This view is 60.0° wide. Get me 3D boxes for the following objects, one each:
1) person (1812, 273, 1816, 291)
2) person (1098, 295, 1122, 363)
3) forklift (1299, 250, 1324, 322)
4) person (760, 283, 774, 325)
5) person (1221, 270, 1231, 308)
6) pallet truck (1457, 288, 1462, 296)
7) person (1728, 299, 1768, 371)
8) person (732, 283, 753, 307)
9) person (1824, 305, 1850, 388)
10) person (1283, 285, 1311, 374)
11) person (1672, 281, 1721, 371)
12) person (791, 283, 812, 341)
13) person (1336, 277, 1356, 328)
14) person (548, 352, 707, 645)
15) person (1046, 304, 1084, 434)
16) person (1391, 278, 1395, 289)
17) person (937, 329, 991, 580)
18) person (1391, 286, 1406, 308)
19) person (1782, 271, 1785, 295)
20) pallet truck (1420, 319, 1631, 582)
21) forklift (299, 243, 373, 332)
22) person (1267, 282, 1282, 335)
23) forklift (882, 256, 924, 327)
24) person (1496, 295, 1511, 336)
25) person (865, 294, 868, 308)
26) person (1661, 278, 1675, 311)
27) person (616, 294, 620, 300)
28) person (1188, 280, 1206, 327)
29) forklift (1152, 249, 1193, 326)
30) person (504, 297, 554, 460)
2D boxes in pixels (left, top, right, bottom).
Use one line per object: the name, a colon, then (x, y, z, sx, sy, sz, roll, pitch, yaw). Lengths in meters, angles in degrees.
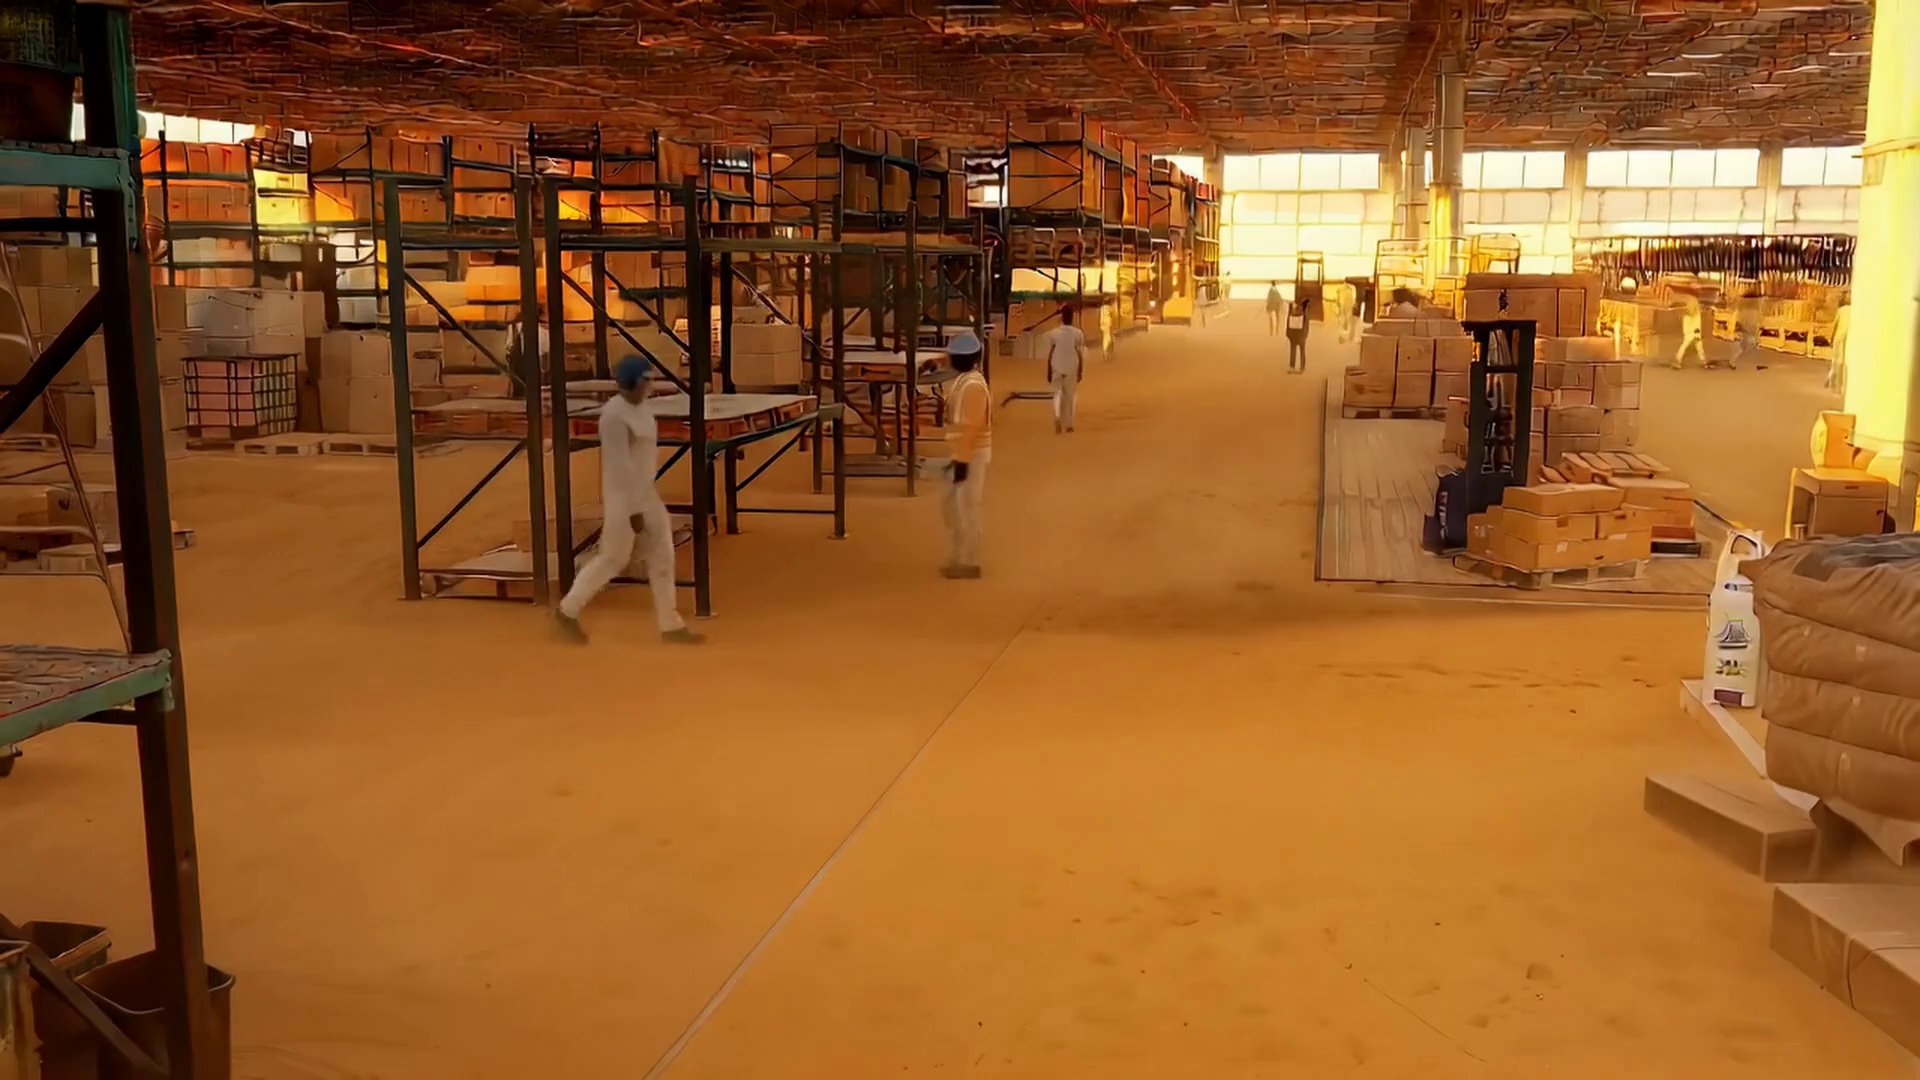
person: (44.881, -13.154, 87.463, 0.376, 1.737, 0.585, 3, 10, 18)
person: (3.609, -5.026, 39.725, 0.799, 1.599, 0.600, -5, 11, -25)
forklift: (13.778, -10.002, 65.433, 1.129, 2.768, 1.873, 2, 10, 12)
person: (-4.826, -5.437, 41.315, 0.941, 1.903, 0.553, 2, 10, 10)
person: (13.599, -12.822, 84.887, 0.607, 1.947, 0.406, -4, 11, -24)
pallet truck: (20.506, -9.785, 68.819, 0.653, 1.274, 1.630, 2, 10, 12)
person: (17.490, -4.530, 36.847, 0.865, 1.591, 0.522, 1, 10, 9)
person: (-5.457, -5.505, 41.779, 0.638, 1.877, 1.049, -7, 12, -35)
person: (16.953, -3.817, 31.727, 0.524, 1.889, 0.568, -4, 10, -22)
person: (7.331, -4.566, 36.085, 0.376, 1.917, 0.600, -8, 12, -39)
person: (16.372, -4.737, 36.861, 1.024, 1.990, 0.642, 5, 11, 26)
person: (-3.586, -4.922, 38.137, 0.635, 1.937, 0.354, -7, 12, -37)
person: (13.843, -8.516, 59.664, 0.659, 1.865, 0.977, 2, 10, 12)
person: (-2.161, -0.251, 10.605, 0.957, 1.904, 0.631, 2, 10, 12)
person: (1.471, -2.392, 23.428, 0.526, 1.846, 0.749, 1, 10, 9)
person: (21.860, -12.419, 83.425, 0.523, 1.636, 0.310, 2, 10, 10)
person: (0.042, -0.661, 12.900, 0.397, 1.944, 0.612, -2, 10, -13)
person: (8.798, -4.104, 33.266, 0.560, 1.945, 0.625, 3, 10, 17)
person: (39.463, -12.007, 79.786, 0.387, 2.039, 0.614, 2, 10, 9)
pallet truck: (4.543, -0.757, 13.299, 0.823, 1.965, 1.885, -4, 10, -22)
forklift: (-13.880, -5.062, 36.182, 1.873, 2.768, 1.129, 2, 10, 11)
person: (10.243, -7.539, 54.208, 0.540, 1.745, 0.393, -3, 10, -19)
forklift: (-1.444, -5.634, 39.569, 1.129, 2.768, 1.873, 2, 10, 12)
person: (11.764, -4.449, 36.046, 0.322, 1.697, 0.535, 3, 10, 17)
person: (-2.147, -5.798, 43.337, 0.654, 1.935, 1.047, 3, 10, 19)
person: (24.694, -8.222, 58.048, 0.403, 1.817, 0.602, 7, 12, 36)
person: (-8.437, -5.239, 40.926, 0.524, 1.631, 0.318, 0, 10, -2)
person: (8.623, -8.544, 60.242, 0.876, 1.696, 0.554, -8, 13, -40)
forklift: (7.646, -9.320, 61.395, 1.873, 2.768, 1.129, 2, 10, 11)
person: (-5.259, -2.007, 20.572, 0.688, 2.000, 0.536, 7, 12, 37)
